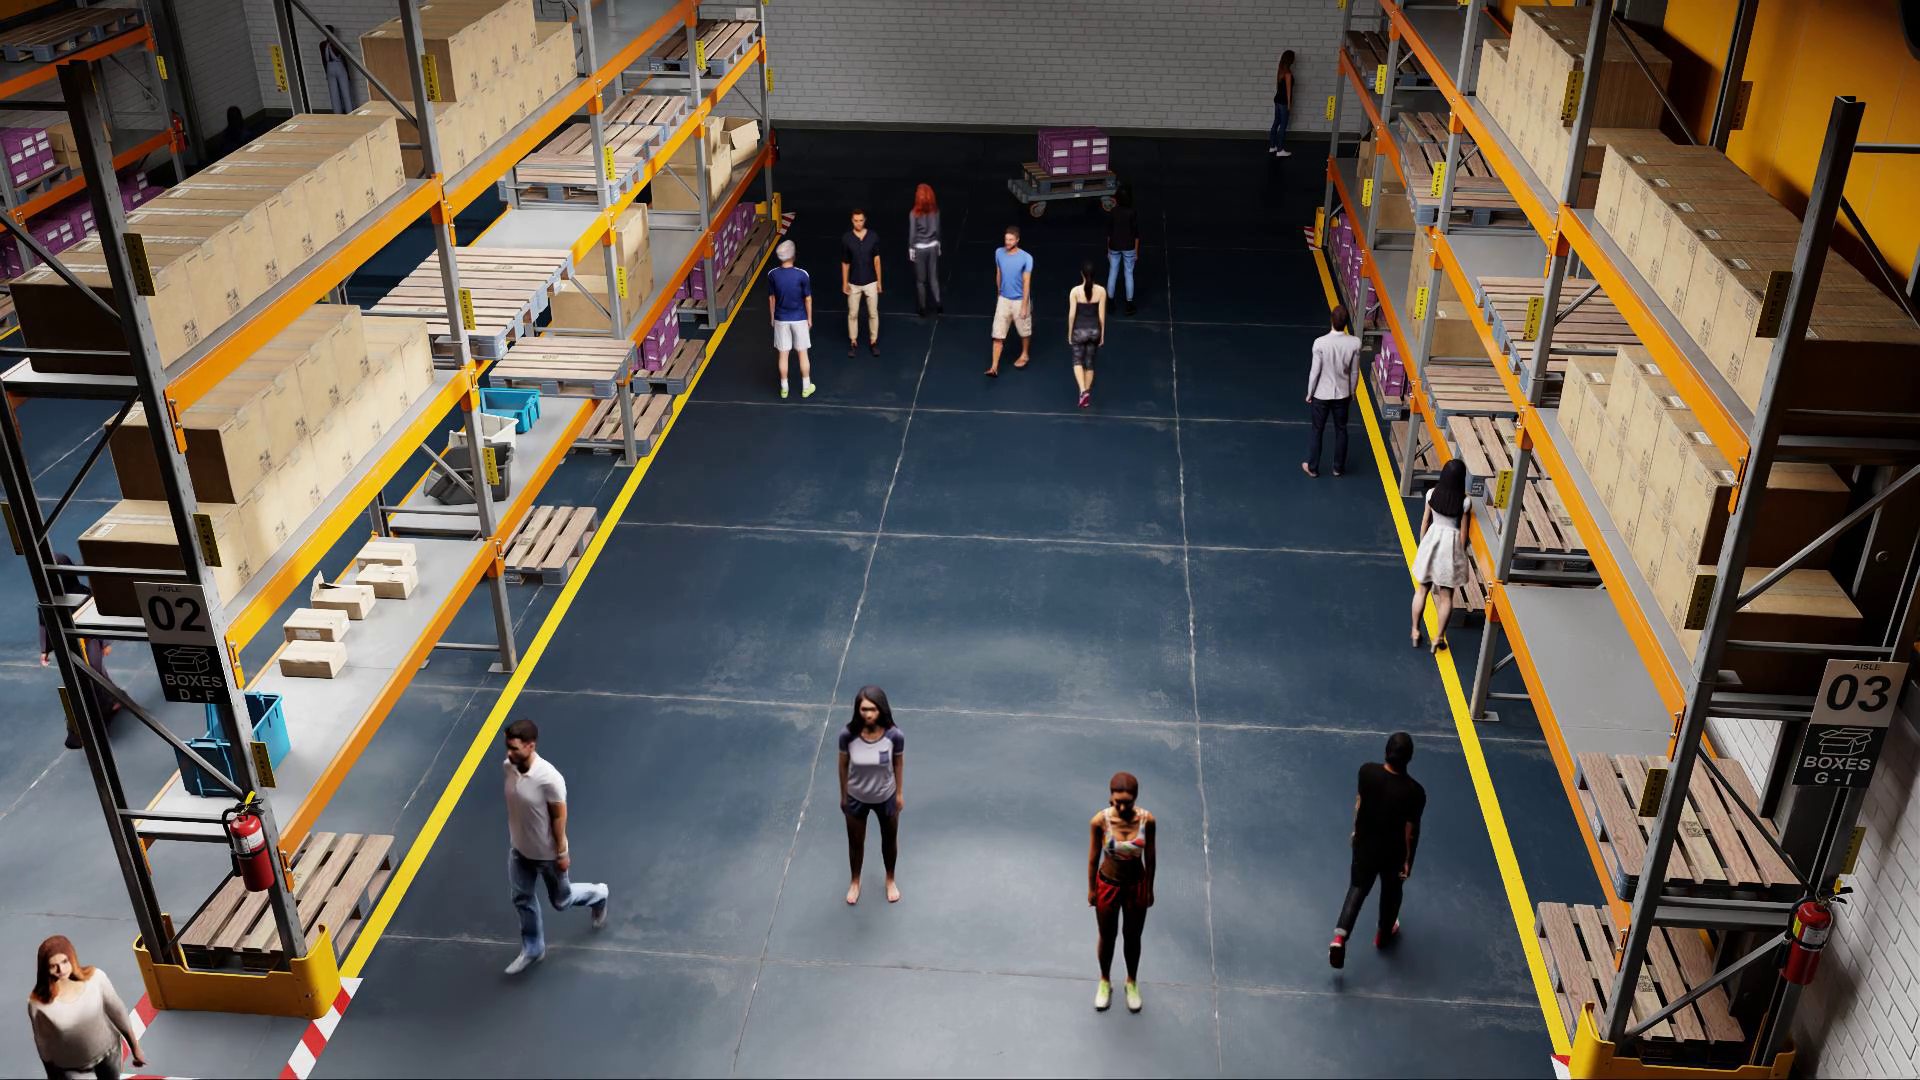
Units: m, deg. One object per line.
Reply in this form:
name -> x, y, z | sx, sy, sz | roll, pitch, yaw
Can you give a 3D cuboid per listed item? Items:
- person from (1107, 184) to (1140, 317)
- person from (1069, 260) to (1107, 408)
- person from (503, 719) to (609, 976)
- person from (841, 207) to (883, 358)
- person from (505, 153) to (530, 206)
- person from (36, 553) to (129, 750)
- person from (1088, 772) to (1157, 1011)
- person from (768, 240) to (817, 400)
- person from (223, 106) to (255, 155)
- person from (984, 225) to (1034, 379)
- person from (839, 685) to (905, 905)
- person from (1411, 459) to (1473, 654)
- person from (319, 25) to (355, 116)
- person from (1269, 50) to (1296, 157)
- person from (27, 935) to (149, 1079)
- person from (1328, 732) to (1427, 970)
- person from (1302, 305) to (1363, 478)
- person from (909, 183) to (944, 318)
person -> 2.075, -3.702, 21.238 | 0.622, 1.703, 0.611 | 9, 30, 17
person -> 1.425, -2.250, 18.566 | 0.622, 1.712, 0.856 | -1, 29, -1
person -> -2.659, 1.931, 10.771 | 0.989, 1.836, 1.185 | 18, 33, 29
person -> -1.178, -3.111, 19.997 | 0.670, 1.852, 0.606 | -4, 29, -8
person -> -5.806, -4.244, 22.146 | 0.953, 1.785, 1.215 | 10, 30, 18
person -> -6.914, 0.782, 13.115 | 0.656, 1.608, 1.111 | 5, 29, 9
person -> 1.008, 2.169, 10.388 | 0.588, 1.786, 0.554 | 0, 29, 0
person -> -1.925, -2.510, 18.915 | 0.638, 1.834, 0.536 | 1, 29, 1
person -> -10.604, -5.508, 24.538 | 0.648, 1.713, 0.883 | 1, 29, 1
person -> 0.668, -2.837, 19.538 | 0.908, 1.811, 1.295 | 13, 31, 22
person -> -0.592, 1.718, 11.299 | 0.620, 1.706, 0.563 | -1, 29, -2
person -> 4.099, 0.130, 14.143 | 0.775, 1.769, 0.797 | 18, 34, 30
person -> -11.015, -8.204, 29.408 | 0.597, 1.782, 0.520 | -2, 29, -3
person -> 5.411, -7.335, 27.878 | 0.716, 1.721, 0.566 | -8, 30, -14
person -> -4.888, 2.830, 9.277 | 0.990, 1.688, 1.026 | -25, 37, -37
person -> 2.679, 2.015, 10.721 | 0.939, 1.736, 1.101 | 20, 34, 32
person -> 3.822, -1.525, 17.089 | 0.708, 1.853, 0.626 | -2, 29, -3
person -> -0.400, -3.618, 21.012 | 0.806, 1.771, 0.914 | -12, 31, -21
